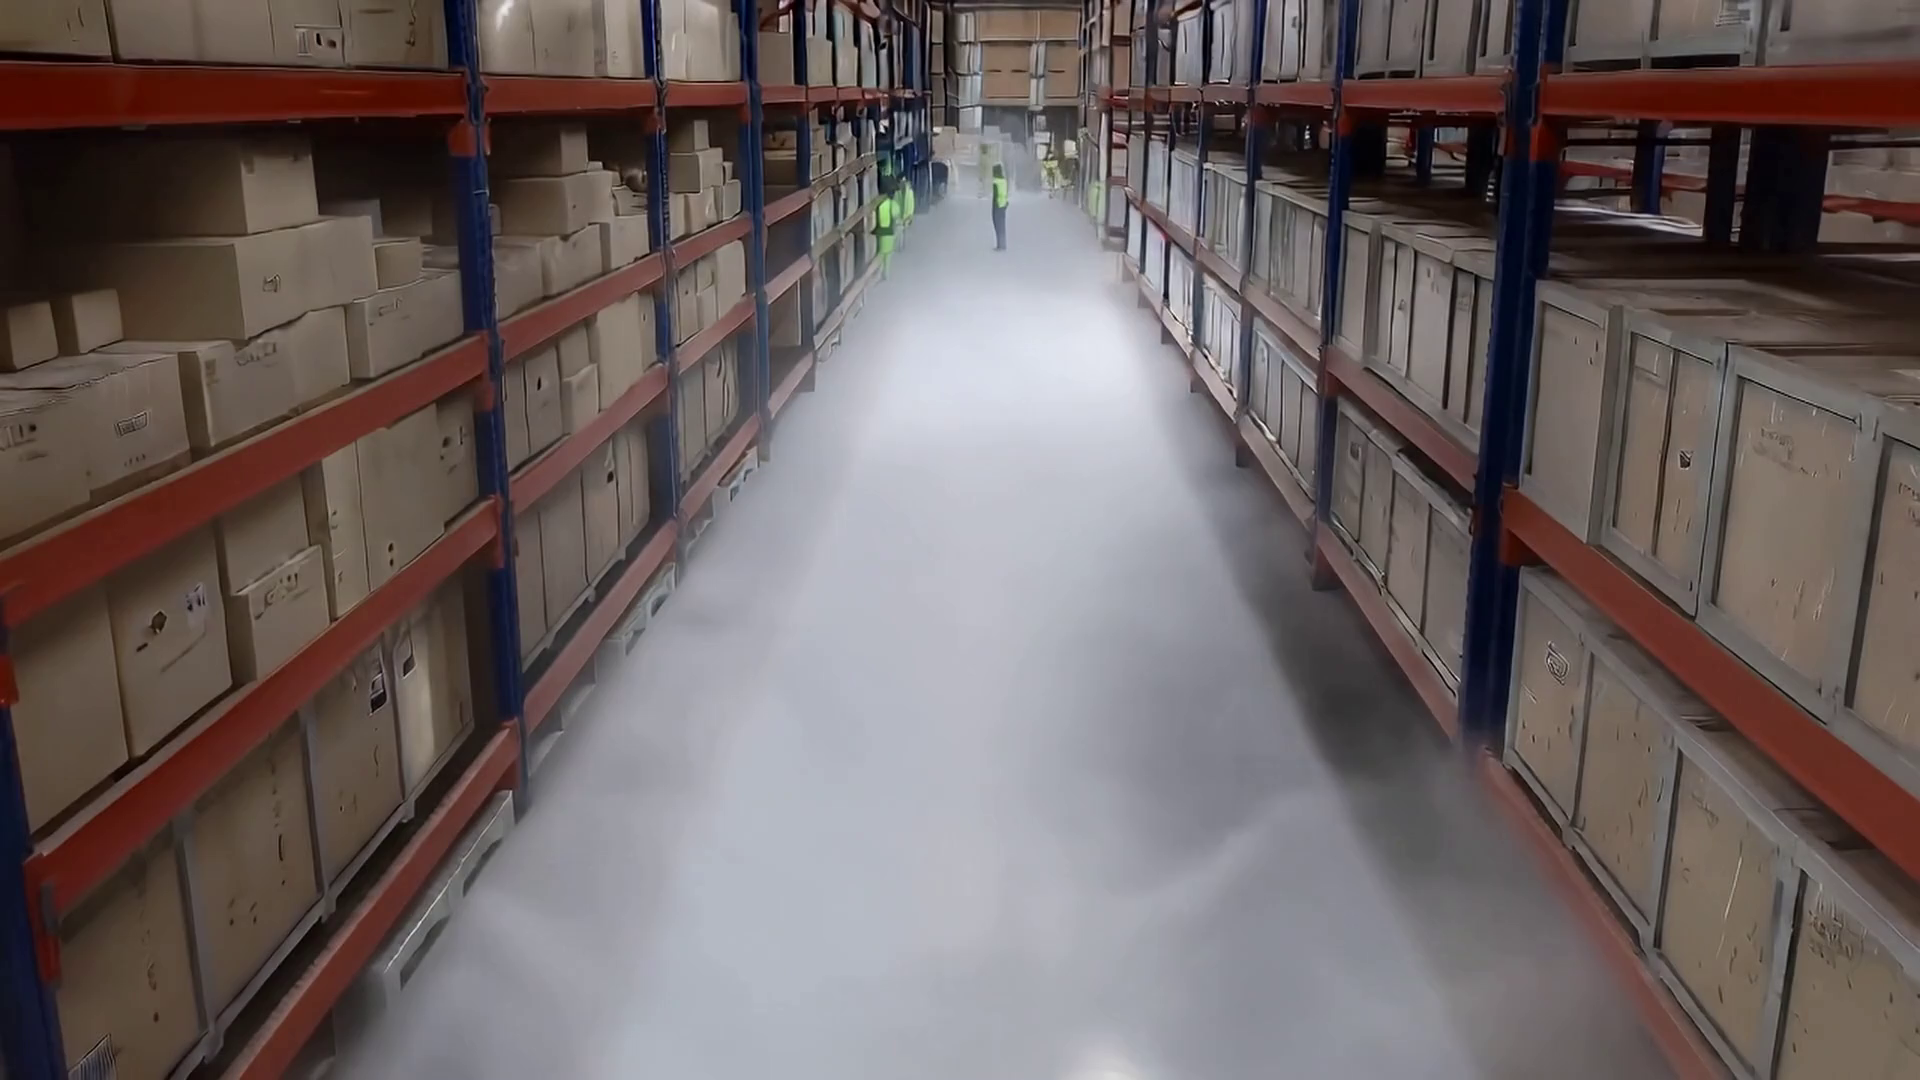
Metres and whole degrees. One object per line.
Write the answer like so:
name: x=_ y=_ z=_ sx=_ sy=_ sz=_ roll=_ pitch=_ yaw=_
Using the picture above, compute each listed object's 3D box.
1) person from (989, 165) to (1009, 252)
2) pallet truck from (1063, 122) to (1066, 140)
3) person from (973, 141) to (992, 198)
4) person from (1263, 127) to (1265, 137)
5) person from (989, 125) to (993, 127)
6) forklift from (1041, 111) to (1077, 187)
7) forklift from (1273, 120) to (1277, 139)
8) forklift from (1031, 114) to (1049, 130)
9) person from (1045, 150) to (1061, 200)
person: x=0.877 y=-7.408 z=37.188 sx=0.393 sy=1.913 sz=0.590 roll=6 pitch=16 yaw=22
pallet truck: x=5.788 y=-21.111 z=88.014 sx=1.885 sy=1.965 sz=0.823 roll=5 pitch=16 yaw=18
person: x=0.855 y=-12.499 z=56.133 sx=0.779 sy=1.918 sz=0.633 roll=2 pitch=15 yaw=7
person: x=14.381 y=-18.566 z=78.721 sx=0.915 sy=1.896 sz=0.576 roll=-2 pitch=15 yaw=-8
person: x=1.555 y=-19.411 z=81.799 sx=0.376 sy=1.940 sz=0.629 roll=-1 pitch=15 yaw=-2
forklift: x=3.717 y=-14.641 z=62.266 sx=1.873 sy=2.768 sz=1.129 roll=0 pitch=15 yaw=1
forklift: x=11.049 y=-14.210 z=60.664 sx=1.129 sy=2.768 sz=1.873 roll=0 pitch=15 yaw=2
forklift: x=3.455 y=-17.017 z=71.107 sx=1.129 sy=2.768 sz=1.873 roll=0 pitch=15 yaw=2
person: x=3.092 y=-12.095 z=55.172 sx=0.513 sy=1.630 sz=0.359 roll=4 pitch=16 yaw=14
